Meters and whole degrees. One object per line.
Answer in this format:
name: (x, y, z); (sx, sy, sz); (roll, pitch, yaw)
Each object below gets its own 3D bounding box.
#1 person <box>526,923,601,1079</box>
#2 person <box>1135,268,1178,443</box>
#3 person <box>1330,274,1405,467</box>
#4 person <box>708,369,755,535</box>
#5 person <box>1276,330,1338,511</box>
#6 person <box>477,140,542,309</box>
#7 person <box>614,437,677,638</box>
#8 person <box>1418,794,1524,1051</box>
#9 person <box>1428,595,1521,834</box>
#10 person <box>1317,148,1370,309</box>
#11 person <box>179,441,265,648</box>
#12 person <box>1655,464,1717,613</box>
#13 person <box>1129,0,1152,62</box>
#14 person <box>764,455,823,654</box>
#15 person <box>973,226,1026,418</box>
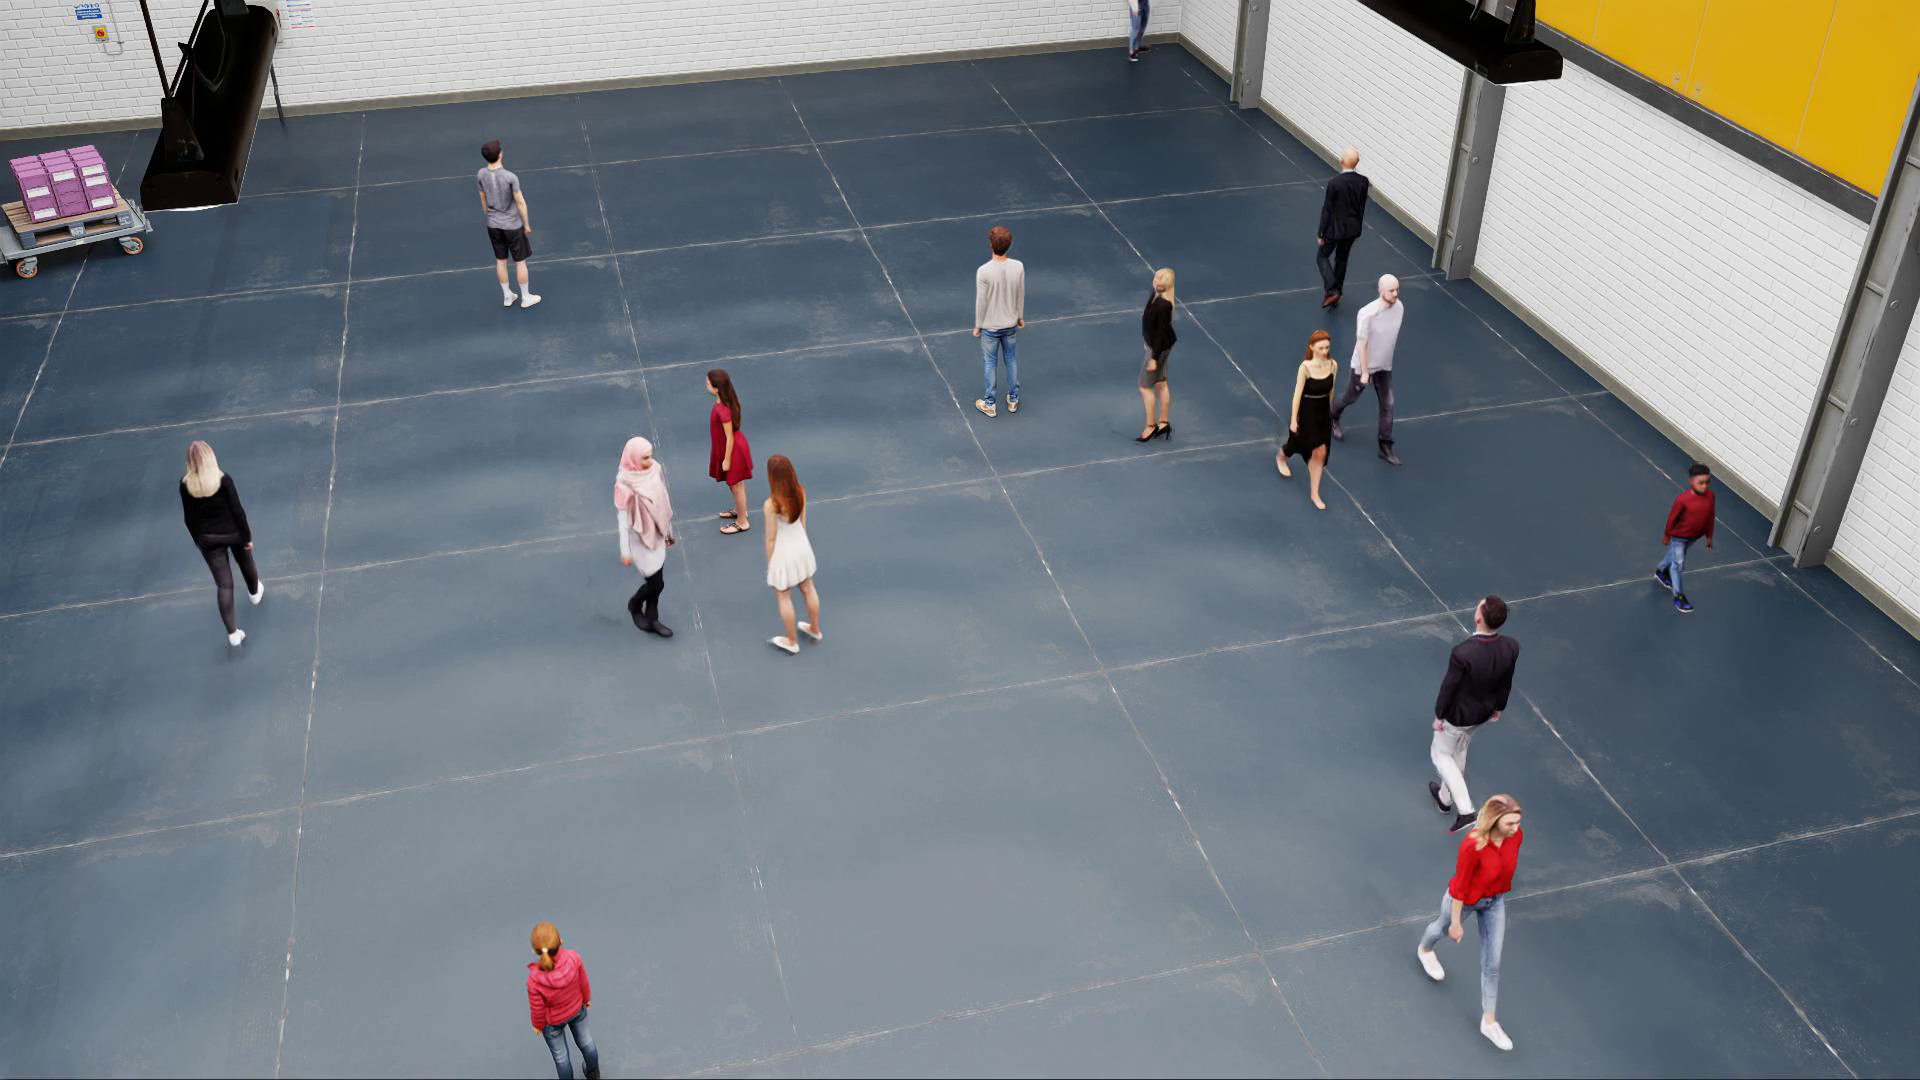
person: (-2.220, 2.657, 9.325); (0.586, 1.314, 0.606); (-25, 41, -32)
person: (1.823, -1.739, 15.491); (0.754, 1.810, 0.616); (10, 35, 15)
person: (3.736, -1.641, 15.346); (0.775, 1.807, 1.263); (-14, 36, -19)
person: (-1.975, -0.785, 14.290); (0.631, 1.551, 0.571); (-4, 34, -6)
person: (3.077, -1.143, 14.790); (0.576, 1.592, 1.040); (-8, 35, -12)
person: (-4.913, -3.408, 17.946); (0.741, 1.871, 0.738); (8, 35, 12)
person: (-2.514, -0.020, 12.920); (0.879, 1.793, 0.818); (17, 37, 24)
person: (2.990, 2.110, 9.841); (0.716, 1.653, 1.132); (-12, 35, -17)
person: (3.403, 1.202, 11.053); (0.662, 1.823, 0.893); (-9, 35, -13)
person: (4.117, -3.296, 17.850); (0.686, 1.791, 0.784); (-7, 34, -10)
person: (-5.757, 0.061, 12.940); (0.628, 1.636, 1.146); (-7, 34, -11)
person: (5.875, -0.087, 13.538); (0.494, 1.220, 0.843); (-9, 35, -13)
person: (2.716, -8.109, 25.206); (0.860, 1.664, 0.876); (18, 38, 25)
person: (-1.314, 0.101, 12.817); (0.644, 1.706, 0.661); (-25, 41, -33)
person: (0.376, -2.082, 15.923); (0.685, 1.902, 0.583); (-12, 35, -17)
